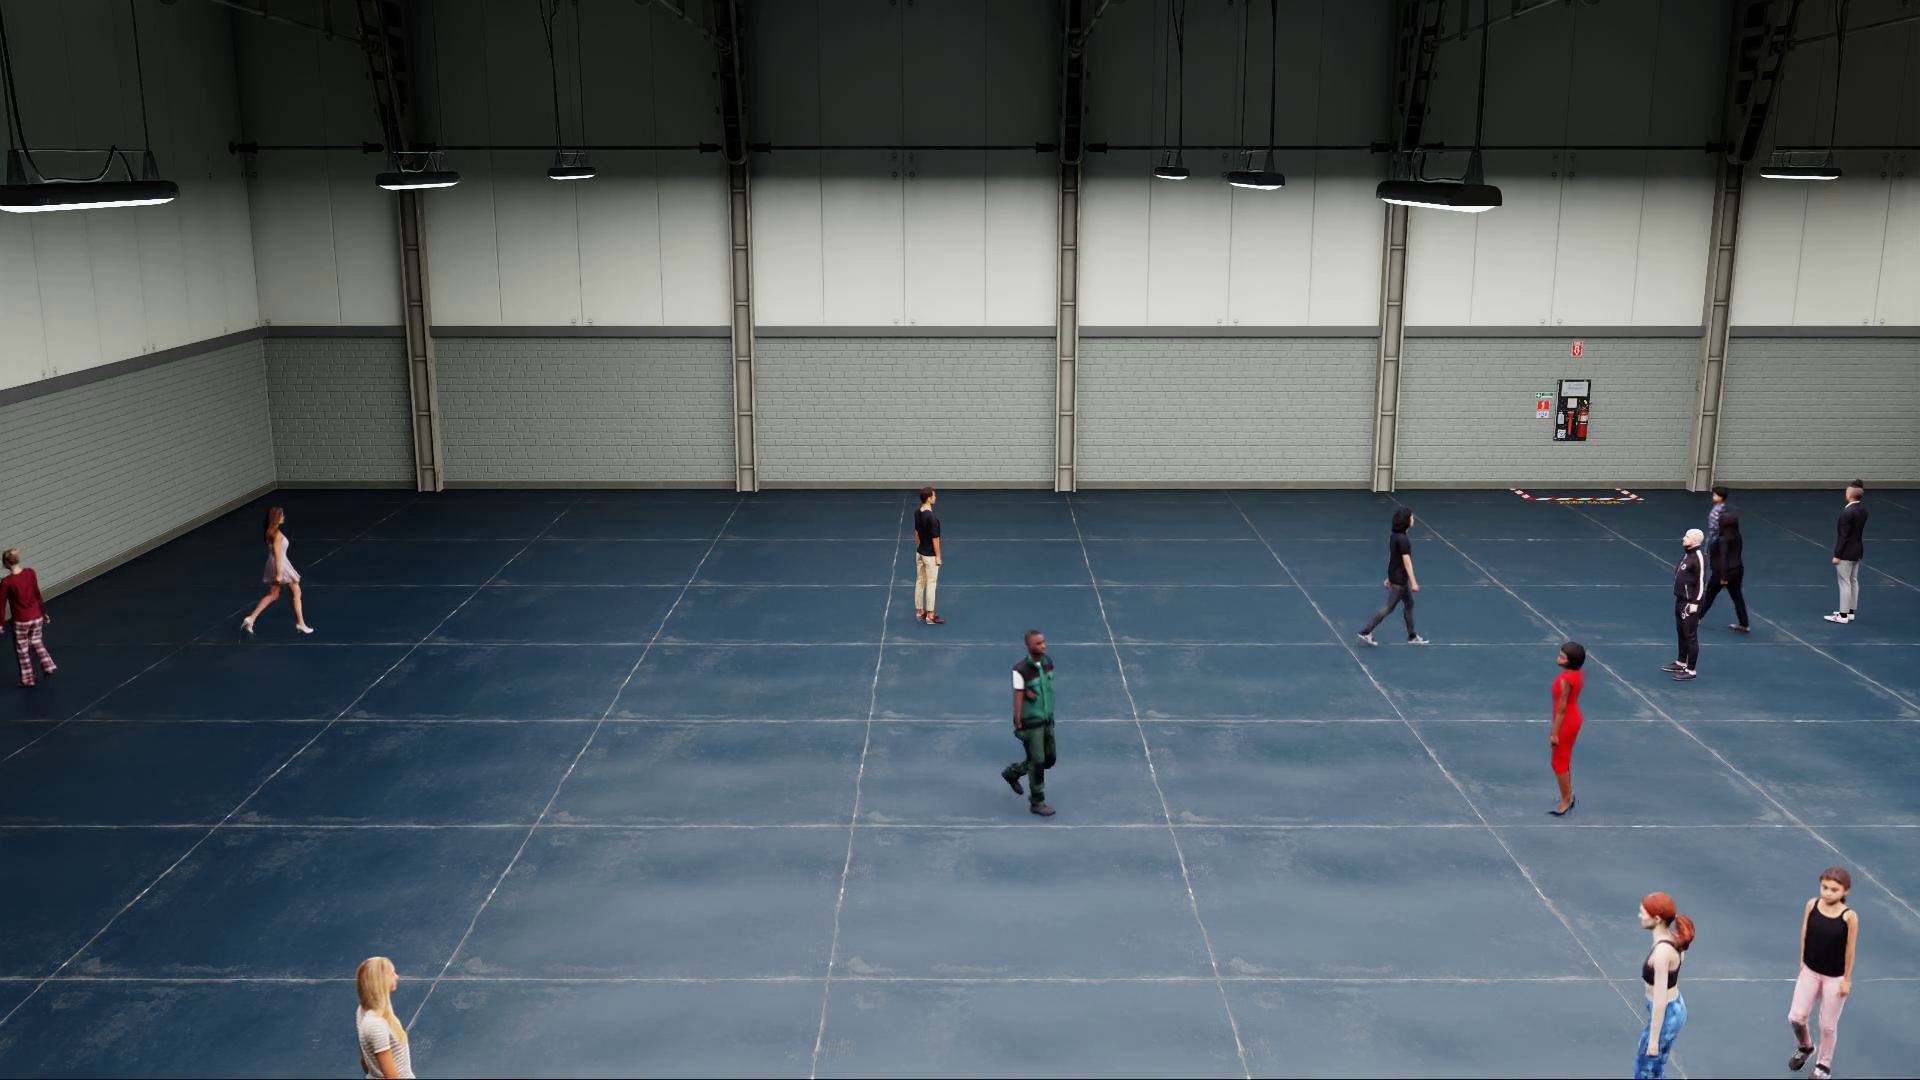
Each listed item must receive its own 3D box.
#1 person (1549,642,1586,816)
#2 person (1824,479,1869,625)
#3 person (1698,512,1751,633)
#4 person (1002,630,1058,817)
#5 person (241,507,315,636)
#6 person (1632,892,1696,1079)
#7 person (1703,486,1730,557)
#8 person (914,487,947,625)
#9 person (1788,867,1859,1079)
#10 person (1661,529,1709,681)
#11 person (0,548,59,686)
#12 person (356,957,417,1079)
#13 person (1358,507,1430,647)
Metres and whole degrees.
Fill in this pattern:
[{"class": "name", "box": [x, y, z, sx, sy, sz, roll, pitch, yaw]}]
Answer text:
[{"class": "person", "box": [5.765, 1.792, 15.797, 0.682, 1.723, 0.720, 11, 17, 39]}, {"class": "person", "box": [12.004, 0.137, 22.419, 0.766, 1.959, 0.858, -10, 16, -36]}, {"class": "person", "box": [10.173, 0.465, 21.870, 1.118, 1.569, 1.150, -11, 17, -41]}, {"class": "person", "box": [0.649, 1.722, 15.884, 1.063, 1.820, 0.980, 11, 17, 39]}, {"class": "person", "box": [-8.931, 0.448, 21.574, 1.149, 1.735, 0.971, -9, 16, -34]}, {"class": "person", "box": [4.405, 3.052, 10.264, 0.949, 1.765, 0.863, 9, 16, 35]}, {"class": "person", "box": [11.637, -0.202, 25.484, 0.814, 1.236, 0.660, 5, 14, 21]}, {"class": "person", "box": [-0.438, 0.194, 22.398, 0.729, 1.859, 0.717, -9, 16, -34]}, {"class": "person", "box": [5.893, 2.926, 11.272, 0.721, 1.554, 0.661, -12, 18, -43]}, {"class": "person", "box": [8.784, 0.756, 20.017, 0.588, 1.837, 0.685, 1, 13, 5]}, {"class": "person", "box": [-11.033, 0.910, 19.667, 0.855, 1.695, 0.823, 5, 14, 22]}, {"class": "person", "box": [-3.269, 3.212, 9.436, 0.715, 1.826, 0.695, -9, 16, -34]}, {"class": "person", "box": [5.511, 0.496, 21.224, 1.164, 1.799, 0.694, 1, 13, 4]}]
